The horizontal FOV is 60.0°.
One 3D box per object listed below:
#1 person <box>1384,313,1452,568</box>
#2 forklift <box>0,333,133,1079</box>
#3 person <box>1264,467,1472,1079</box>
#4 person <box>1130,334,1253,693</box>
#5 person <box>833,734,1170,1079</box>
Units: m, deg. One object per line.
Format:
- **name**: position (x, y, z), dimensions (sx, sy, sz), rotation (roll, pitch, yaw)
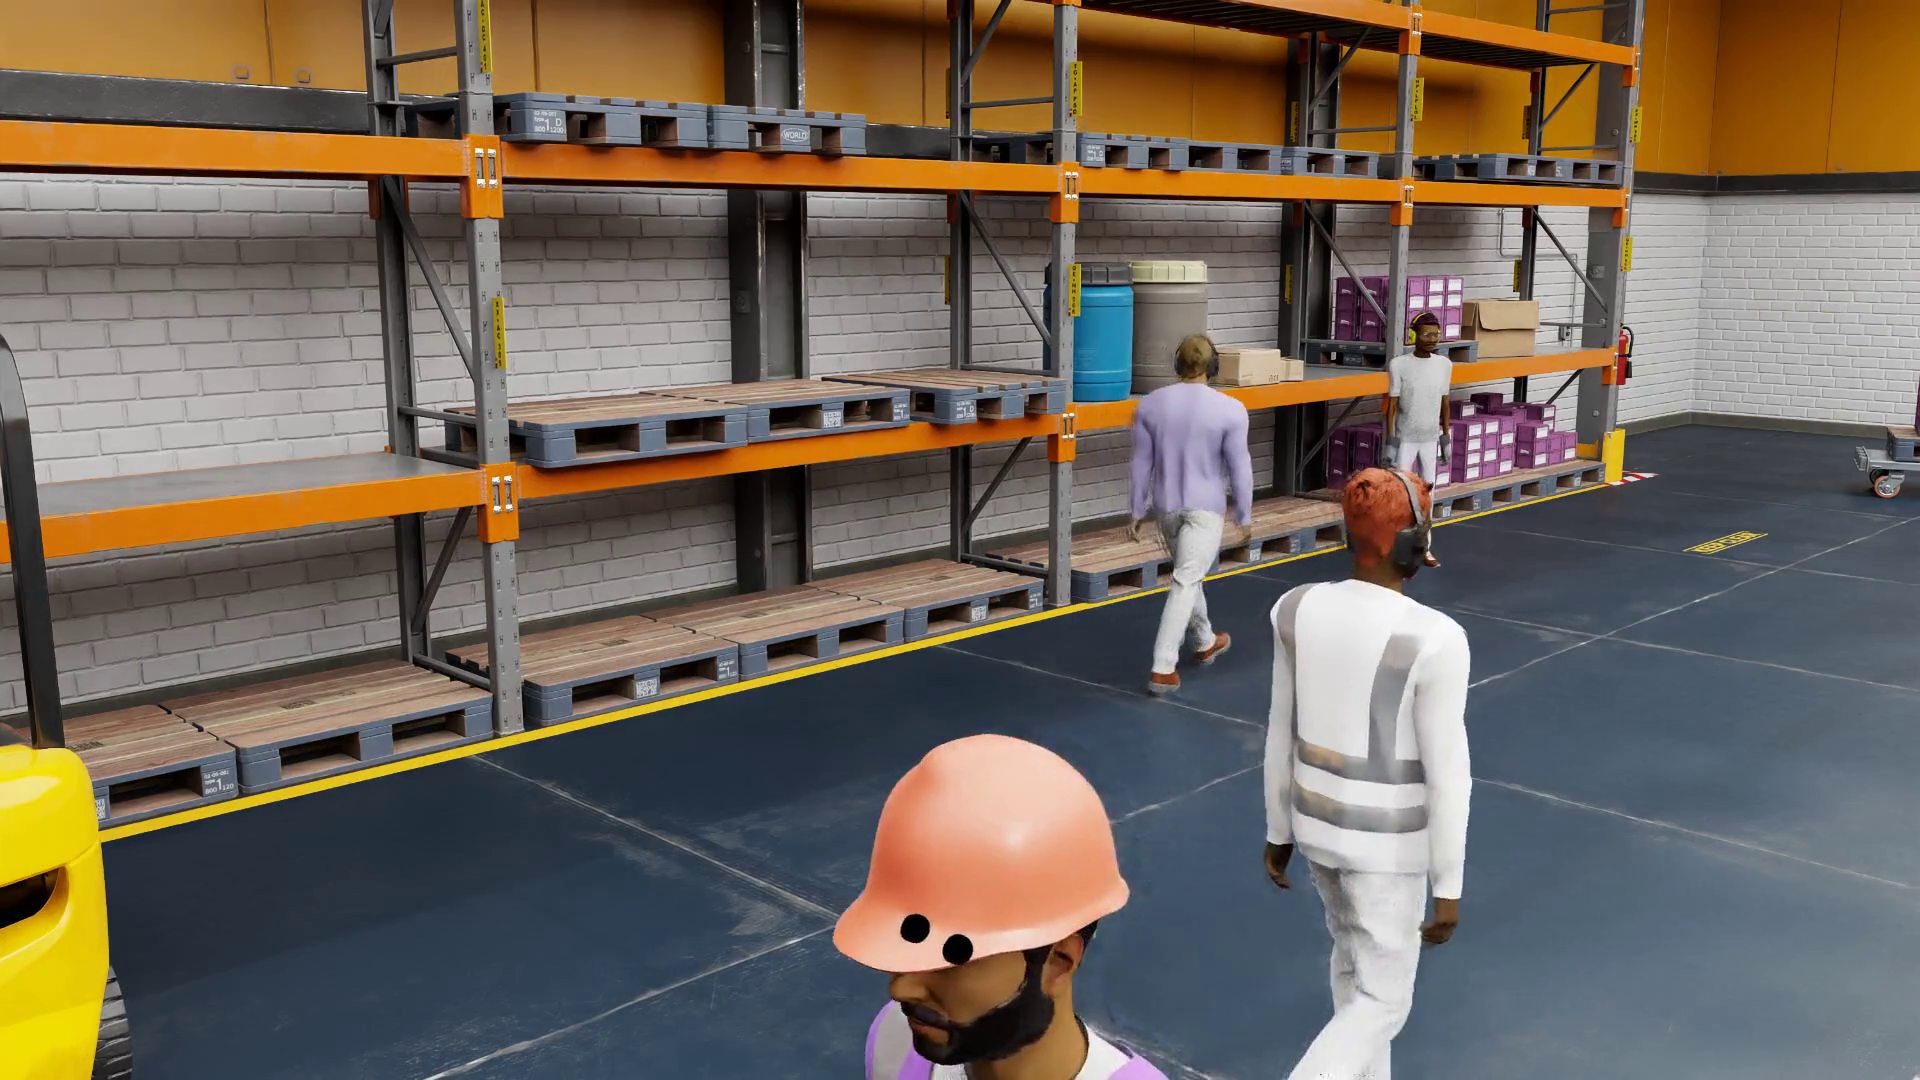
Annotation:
- **person**: position (3.311, -0.713, 12.039), dimensions (0.511, 1.860, 0.318), rotation (-2, 11, -11)
- **forklift**: position (-3.289, 0.485, 4.582), dimensions (1.214, 2.155, 2.313), rotation (-10, 14, -44)
- **person**: position (0.944, 0.750, 4.068), dimensions (0.822, 1.862, 0.584), rotation (-7, 13, -35)
- **person**: position (1.259, -0.160, 8.942), dimensions (0.645, 1.884, 1.048), rotation (7, 12, 34)
- **person**: position (-0.028, 1.150, 1.728), dimensions (0.875, 1.905, 0.570), rotation (-10, 14, -43)
